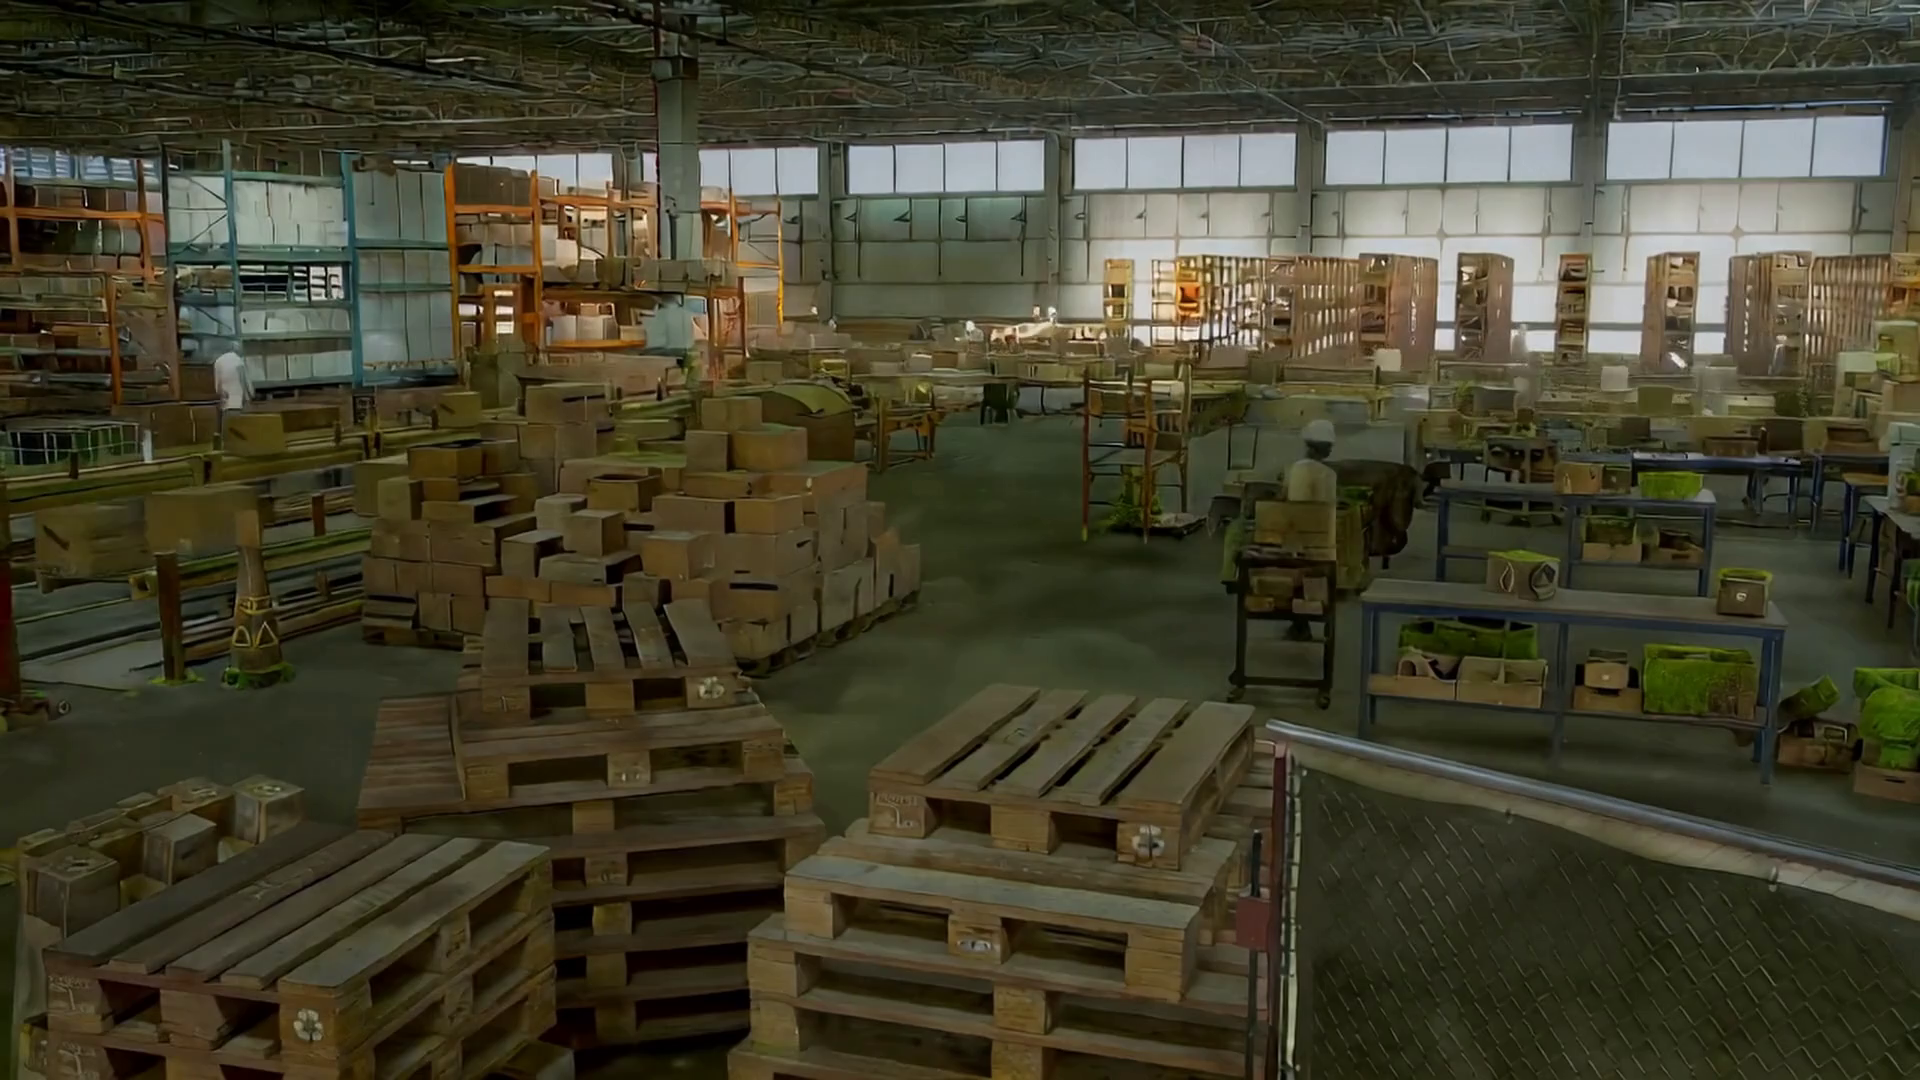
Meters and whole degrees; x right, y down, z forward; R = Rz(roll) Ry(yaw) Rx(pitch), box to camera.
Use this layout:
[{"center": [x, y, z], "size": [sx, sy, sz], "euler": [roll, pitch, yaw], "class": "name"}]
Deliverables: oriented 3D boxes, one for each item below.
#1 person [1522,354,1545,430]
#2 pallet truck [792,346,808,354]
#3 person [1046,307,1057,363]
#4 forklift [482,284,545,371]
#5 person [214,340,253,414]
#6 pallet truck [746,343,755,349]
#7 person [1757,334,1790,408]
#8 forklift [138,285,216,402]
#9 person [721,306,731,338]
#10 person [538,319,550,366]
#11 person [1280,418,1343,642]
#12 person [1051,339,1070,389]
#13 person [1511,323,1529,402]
[{"center": [10.374, -2.534, 29.953], "size": [0.516, 1.617, 0.512], "euler": [1, 9, 9], "class": "person"}, {"center": [-3.705, -4.298, 42.022], "size": [0.653, 1.274, 1.630], "euler": [3, 10, 20], "class": "pallet truck"}, {"center": [3.086, -6.573, 54.090], "size": [0.874, 2.020, 0.617], "euler": [1, 9, 4], "class": "person"}, {"center": [-10.832, -4.702, 39.610], "size": [1.129, 2.768, 1.873], "euler": [3, 10, 20], "class": "forklift"}, {"center": [-13.284, -2.724, 30.419], "size": [0.662, 1.861, 1.005], "euler": [4, 10, 23], "class": "person"}, {"center": [-6.183, -4.618, 44.264], "size": [1.601, 1.201, 0.680], "euler": [-9, 12, -43], "class": "pallet truck"}, {"center": [18.540, -3.820, 37.720], "size": [0.917, 1.718, 0.538], "euler": [6, 11, 33], "class": "person"}, {"center": [-17.480, -4.200, 36.461], "size": [1.873, 2.768, 1.129], "euler": [3, 10, 19], "class": "forklift"}, {"center": [-8.337, -7.295, 58.877], "size": [0.395, 1.940, 0.652], "euler": [3, 10, 20], "class": "person"}, {"center": [-12.265, -5.649, 49.042], "size": [0.315, 1.770, 0.524], "euler": [-4, 10, -26], "class": "person"}, {"center": [2.751, 0.006, 13.045], "size": [0.463, 1.917, 0.571], "euler": [-5, 10, -28], "class": "person"}, {"center": [2.435, -3.920, 38.084], "size": [0.907, 1.791, 0.623], "euler": [1, 9, 5], "class": "person"}, {"center": [13.433, -4.230, 39.753], "size": [0.493, 1.892, 0.653], "euler": [1, 9, 4], "class": "person"}]
